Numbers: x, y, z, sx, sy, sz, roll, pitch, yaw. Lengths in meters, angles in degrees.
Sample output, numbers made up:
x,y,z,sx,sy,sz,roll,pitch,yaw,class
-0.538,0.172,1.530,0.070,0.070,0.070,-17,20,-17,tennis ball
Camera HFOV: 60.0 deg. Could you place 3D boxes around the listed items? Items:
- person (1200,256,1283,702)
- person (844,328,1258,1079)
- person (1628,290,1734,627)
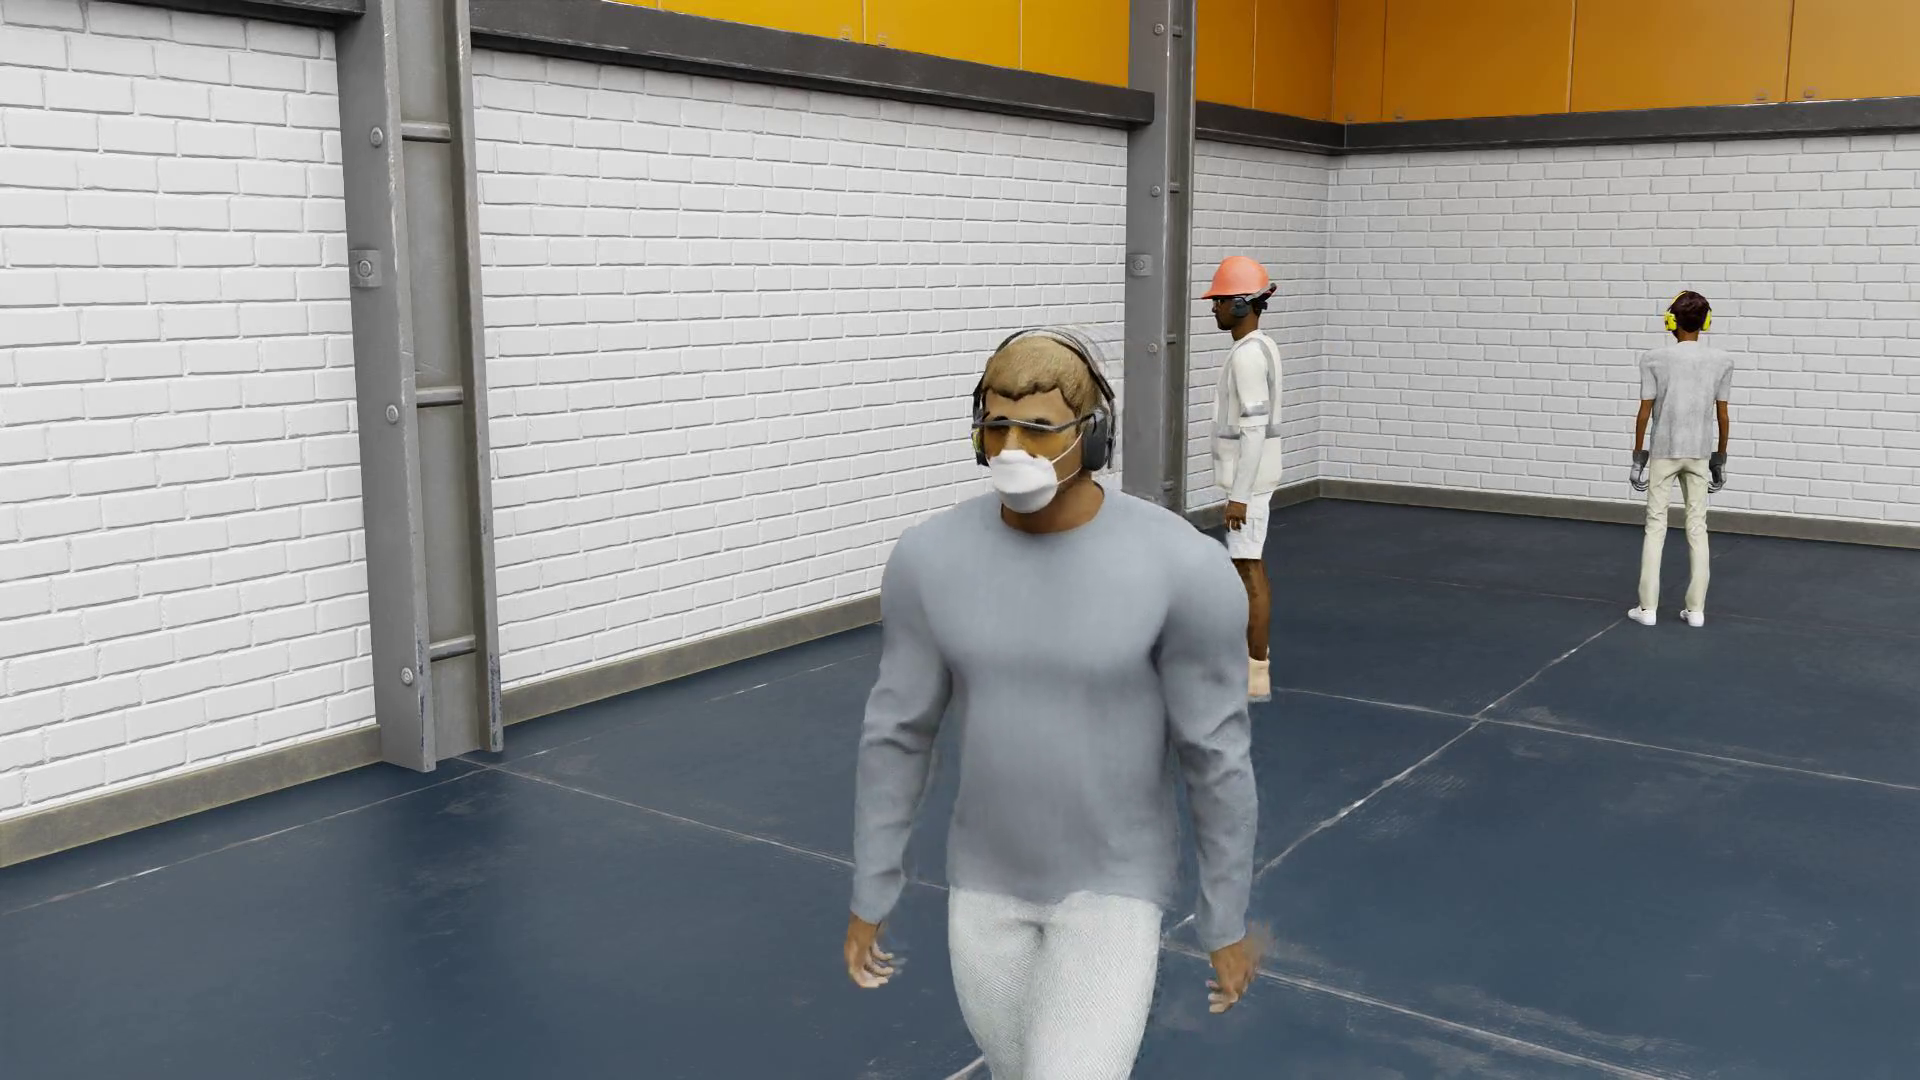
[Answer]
x,y,z,sx,sy,sz,roll,pitch,yaw,class
1.283,-0.274,7.665,0.394,2.042,0.611,2,10,14,person
0.110,0.618,2.737,0.664,1.910,0.747,5,11,29,person
3.992,-0.442,9.228,0.516,1.858,0.317,1,10,8,person
